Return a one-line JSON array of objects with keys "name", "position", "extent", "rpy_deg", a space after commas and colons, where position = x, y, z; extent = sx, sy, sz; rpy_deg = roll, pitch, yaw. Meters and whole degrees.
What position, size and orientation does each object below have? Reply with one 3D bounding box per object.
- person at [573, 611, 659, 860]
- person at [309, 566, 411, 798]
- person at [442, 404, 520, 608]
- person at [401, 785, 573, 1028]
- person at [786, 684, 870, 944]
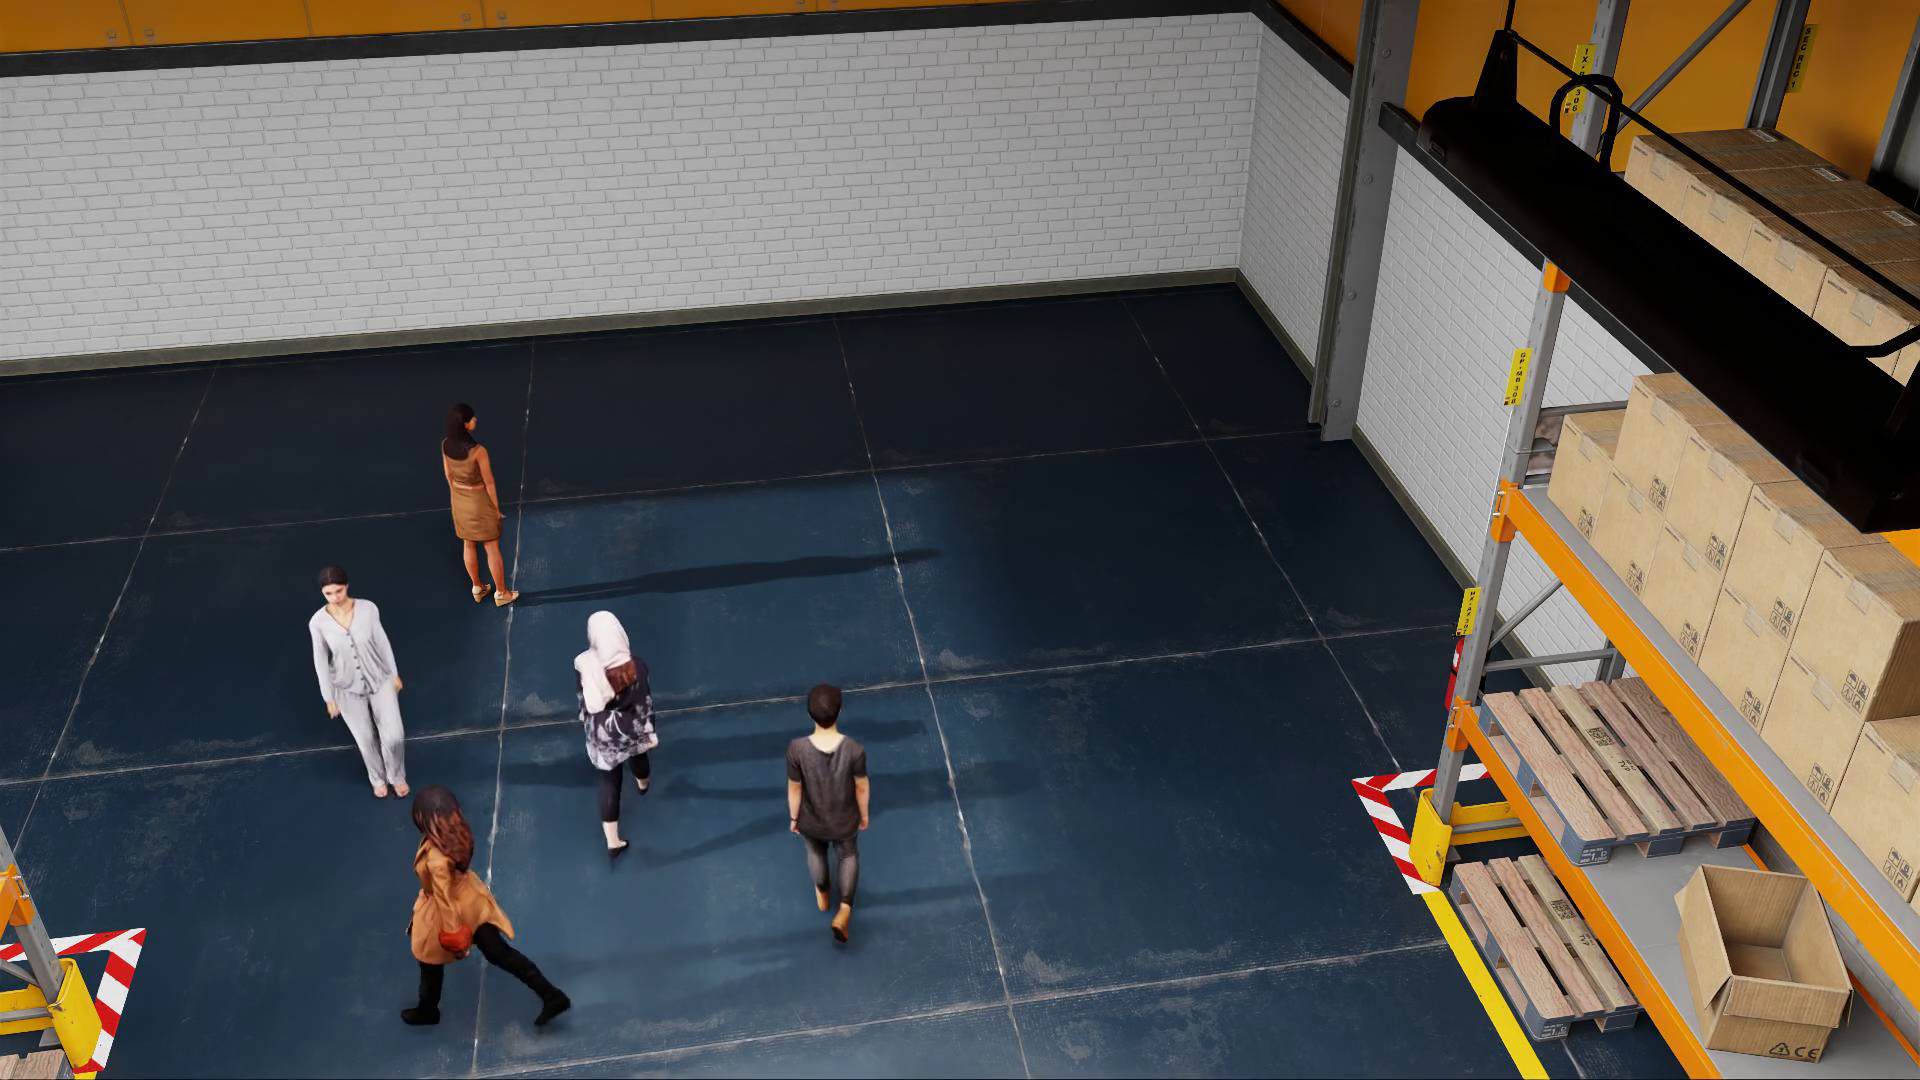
[{"name": "person", "position": [-2.127, 1.234, 10.267], "extent": [0.753, 1.585, 1.158], "rpy_deg": [2, 34, 3]}, {"name": "person", "position": [-3.848, 0.875, 10.645], "extent": [0.713, 1.763, 0.723], "rpy_deg": [-15, 36, -21]}, {"name": "person", "position": [-3.618, -0.250, 12.409], "extent": [0.636, 1.684, 0.665], "rpy_deg": [14, 36, 20]}, {"name": "person", "position": [-2.594, 2.035, 8.984], "extent": [0.923, 1.671, 1.207], "rpy_deg": [-1, 34, -1]}, {"name": "person", "position": [-0.764, 1.607, 9.604], "extent": [0.713, 1.697, 0.955], "rpy_deg": [-1, 34, -1]}]
